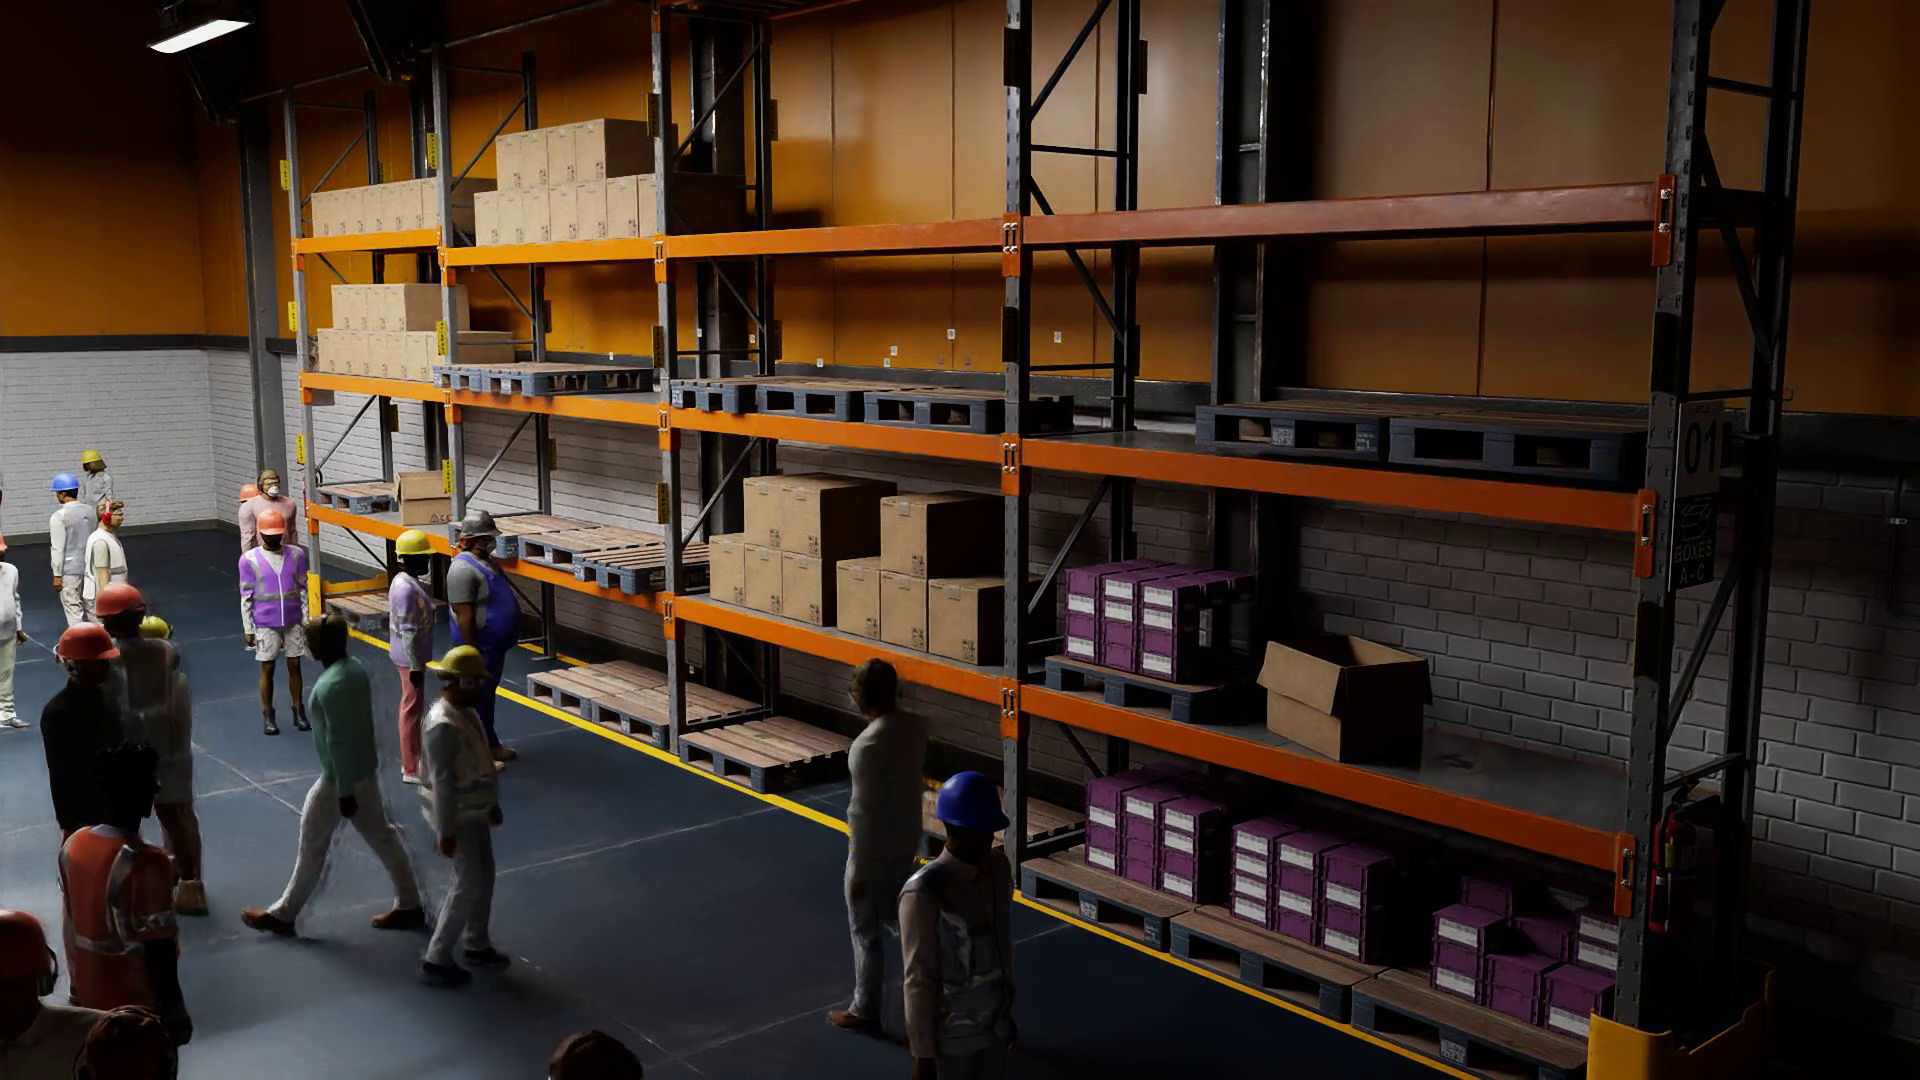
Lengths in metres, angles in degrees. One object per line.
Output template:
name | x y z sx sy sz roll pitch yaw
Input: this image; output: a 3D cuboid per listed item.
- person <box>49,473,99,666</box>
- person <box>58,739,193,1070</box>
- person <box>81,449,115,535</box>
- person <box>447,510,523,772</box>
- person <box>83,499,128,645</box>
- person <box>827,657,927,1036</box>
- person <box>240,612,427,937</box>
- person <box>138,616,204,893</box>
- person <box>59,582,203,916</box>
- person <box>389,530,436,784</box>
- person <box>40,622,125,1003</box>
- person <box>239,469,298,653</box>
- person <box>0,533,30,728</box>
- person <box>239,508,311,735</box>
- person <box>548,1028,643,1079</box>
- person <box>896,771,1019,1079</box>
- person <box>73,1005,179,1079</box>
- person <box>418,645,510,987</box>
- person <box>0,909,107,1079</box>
person | -8.869 0.291 16.682 0.412 1.938 0.611 2 8 12
person | -3.241 1.747 6.506 0.608 1.959 0.374 6 10 34
person | -11.188 -0.312 21.585 0.490 1.734 0.326 3 9 20
person | -3.691 0.770 12.997 0.537 2.000 0.682 0 8 0
person | -7.837 0.542 15.295 0.393 1.836 0.560 -3 9 -20
person | -0.326 1.523 8.162 0.651 1.925 0.646 4 9 25
person | -3.594 1.344 9.549 1.038 1.880 0.654 -1 8 -5
person | -4.860 1.323 10.130 0.524 1.759 0.328 7 11 40
person | -4.948 1.240 9.910 1.004 1.991 0.621 4 9 27
person | -4.132 0.880 12.620 0.369 1.928 0.585 -3 9 -17
person | -4.525 1.410 8.706 0.385 1.992 0.624 0 8 -2
person | -7.064 0.231 17.090 0.355 1.938 0.637 5 10 33
person | -8.120 0.766 14.011 0.343 1.749 0.572 3 9 19
person | -5.747 0.685 14.009 0.548 1.924 0.387 -6 10 -38
person | -0.961 2.157 4.804 0.369 1.628 0.661 2 8 10
person | 0.017 1.798 6.164 0.392 1.946 0.616 6 10 35
person | -2.097 2.111 4.261 0.577 1.877 0.342 -4 9 -24
person | -2.701 1.471 8.984 0.433 1.793 0.632 0 8 -2
person | -2.628 1.991 4.711 0.616 1.986 0.407 -4 9 -24
